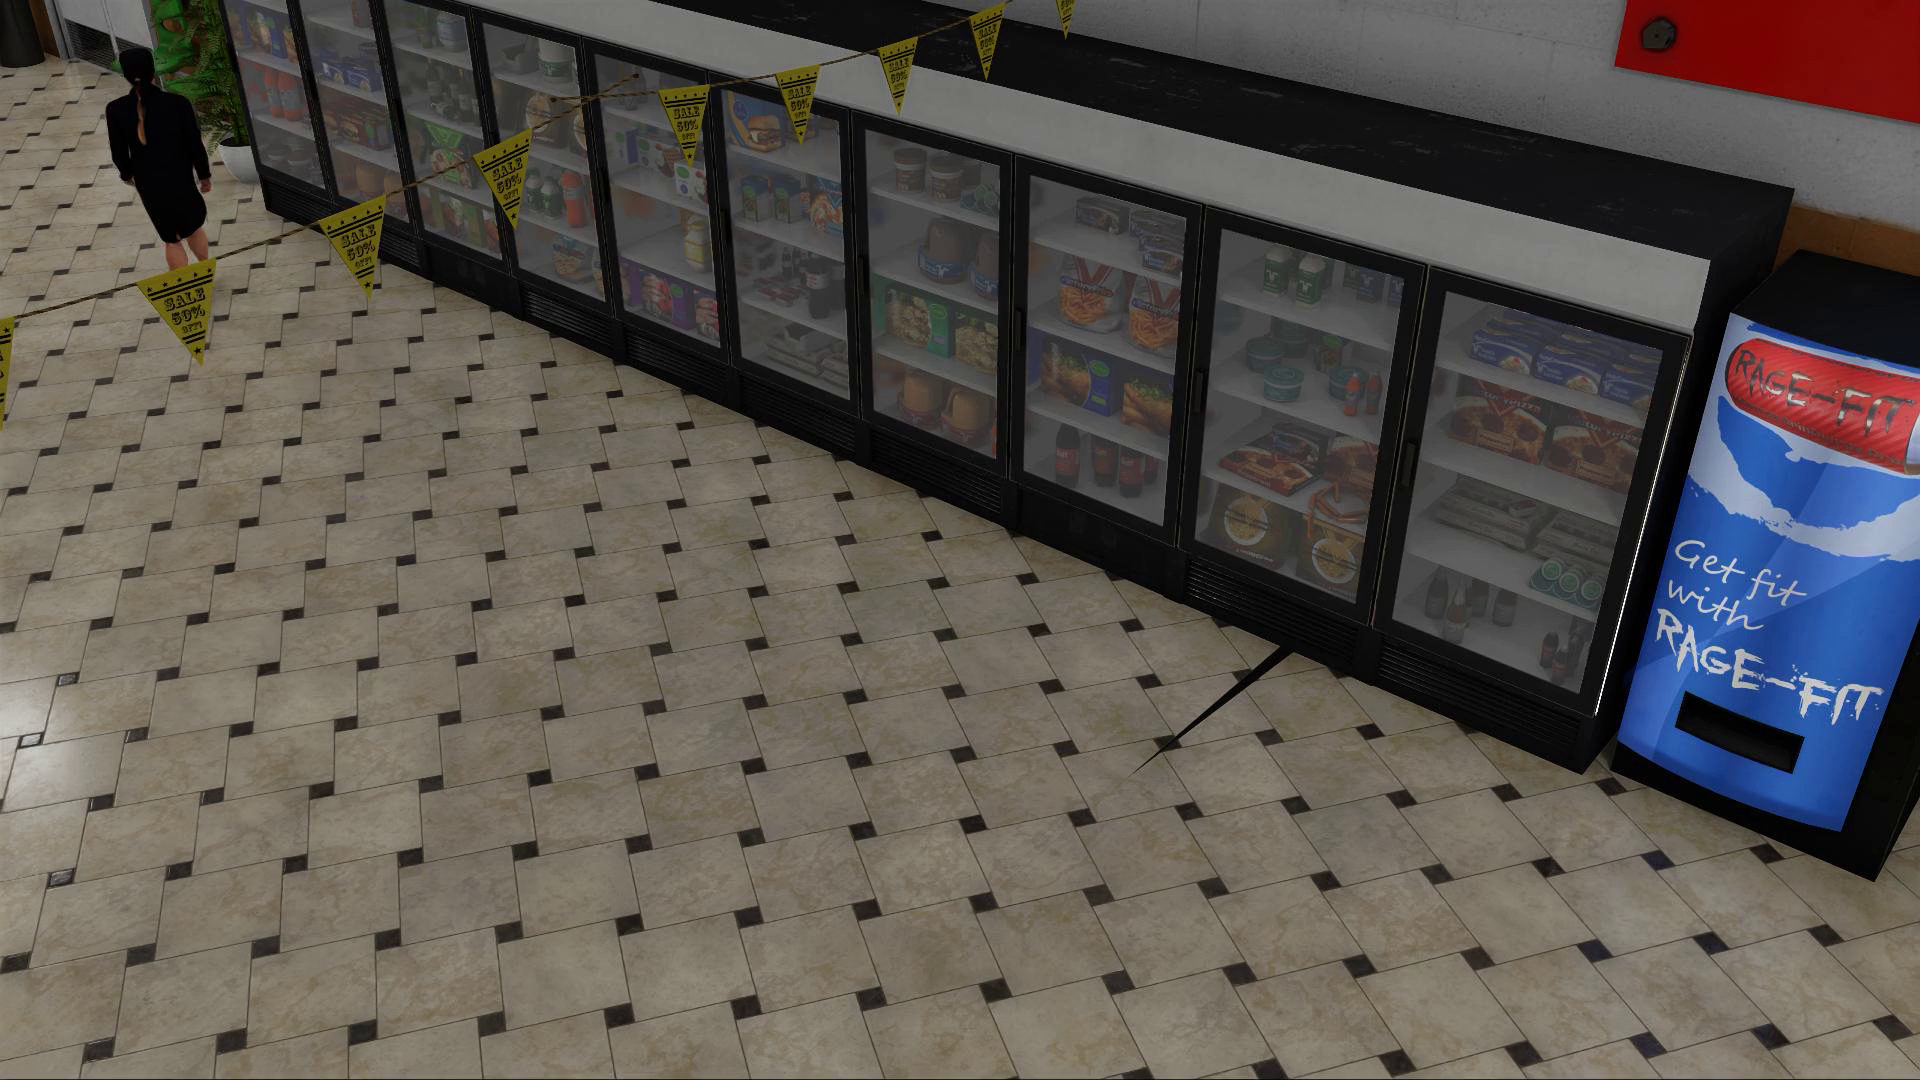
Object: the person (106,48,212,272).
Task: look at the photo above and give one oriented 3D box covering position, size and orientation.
[{"bbox_3d":[-5.015,-2.209,10.508,1.038,1.647,1.037,-12,34,-18],"label":"person"}]
